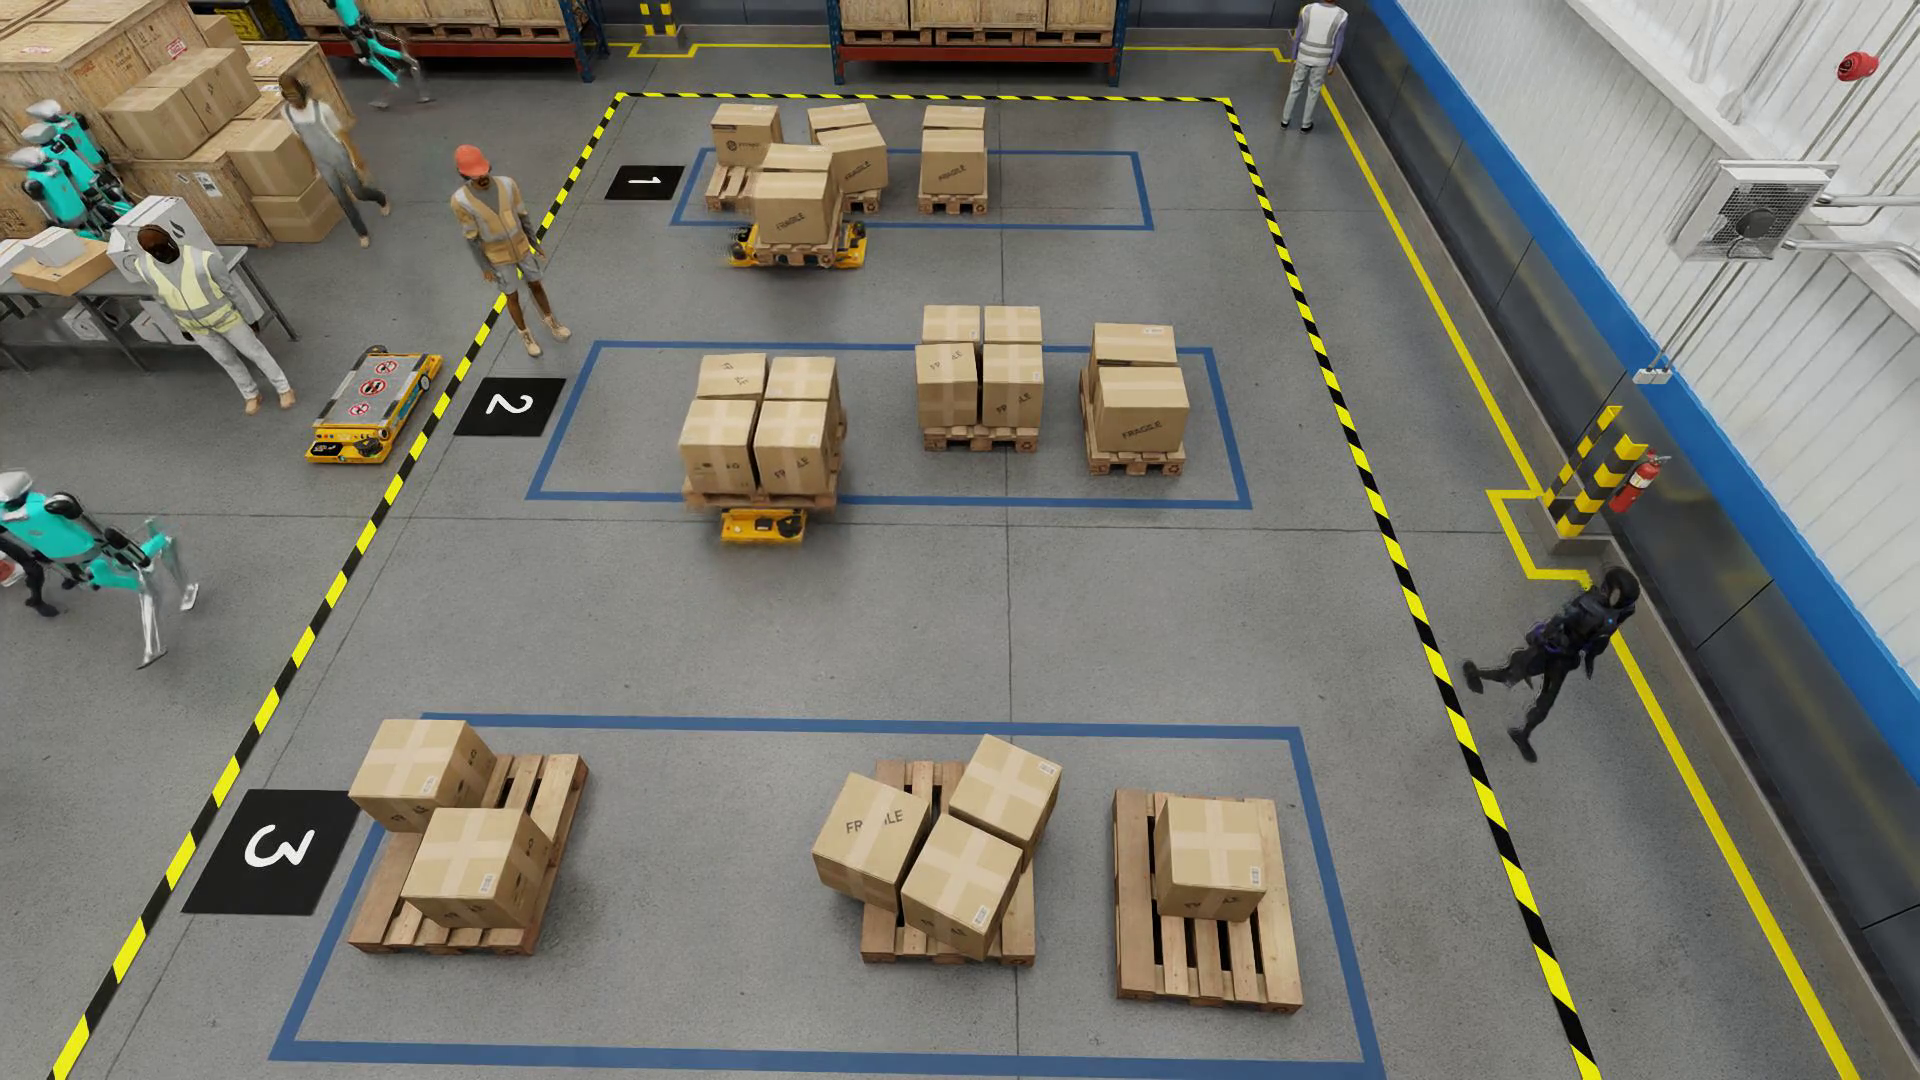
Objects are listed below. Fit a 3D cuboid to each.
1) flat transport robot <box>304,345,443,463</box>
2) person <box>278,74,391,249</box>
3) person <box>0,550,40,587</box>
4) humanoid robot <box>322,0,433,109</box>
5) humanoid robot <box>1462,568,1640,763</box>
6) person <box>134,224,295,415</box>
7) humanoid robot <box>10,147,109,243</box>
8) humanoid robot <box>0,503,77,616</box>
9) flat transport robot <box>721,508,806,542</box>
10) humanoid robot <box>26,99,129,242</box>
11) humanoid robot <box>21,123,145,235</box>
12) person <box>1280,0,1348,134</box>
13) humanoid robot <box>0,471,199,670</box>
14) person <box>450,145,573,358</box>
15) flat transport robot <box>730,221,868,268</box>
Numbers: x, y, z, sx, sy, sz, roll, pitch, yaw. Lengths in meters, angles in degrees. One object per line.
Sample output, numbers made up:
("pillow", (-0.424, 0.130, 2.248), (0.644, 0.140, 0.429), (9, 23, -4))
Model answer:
("flat transport robot", (-5.383, -1.269, 8.441), (0.659, 0.231, 1.431), (1, 50, 1))
("person", (-6.704, -4.106, 9.824), (0.519, 1.829, 0.647), (-7, 50, -6))
("person", (-7.643, -0.359, 6.598), (0.590, 1.910, 0.395), (12, 51, 10))
("humanoid robot", (-7.445, -6.382, 11.838), (1.034, 1.766, 0.534), (1, 50, 0))
("humanoid robot", (3.805, 0.707, 5.881), (0.602, 1.633, 0.781), (-7, 50, -6))
("person", (-6.451, -1.893, 7.948), (0.631, 1.834, 0.429), (-12, 51, -10))
("humanoid robot", (-8.679, -2.921, 8.876), (0.897, 1.735, 0.530), (-2, 50, -2))
("humanoid robot", (-6.981, -0.163, 6.586), (0.451, 1.647, 0.605), (-23, 54, -18))
("flat transport robot", (-1.598, -0.586, 7.845), (0.652, 0.197, 1.431), (1, 50, 1))
("humanoid robot", (-9.016, -3.638, 9.452), (0.674, 1.753, 0.537), (4, 50, 3))
("humanoid robot", (-8.304, -3.312, 9.203), (0.841, 1.752, 0.557), (-6, 50, -5))
("person", (4.428, -6.032, 11.443), (0.594, 1.837, 0.404), (24, 54, 19))
("humanoid robot", (-5.887, 0.083, 6.338), (0.558, 1.737, 1.043), (-11, 51, -9))
("person", (-4.156, -2.649, 8.466), (0.490, 2.037, 0.697), (36, 58, 26))
("flat transport robot", (-1.766, -3.286, 10.129), (1.431, 0.197, 0.652), (1, 50, 1))
